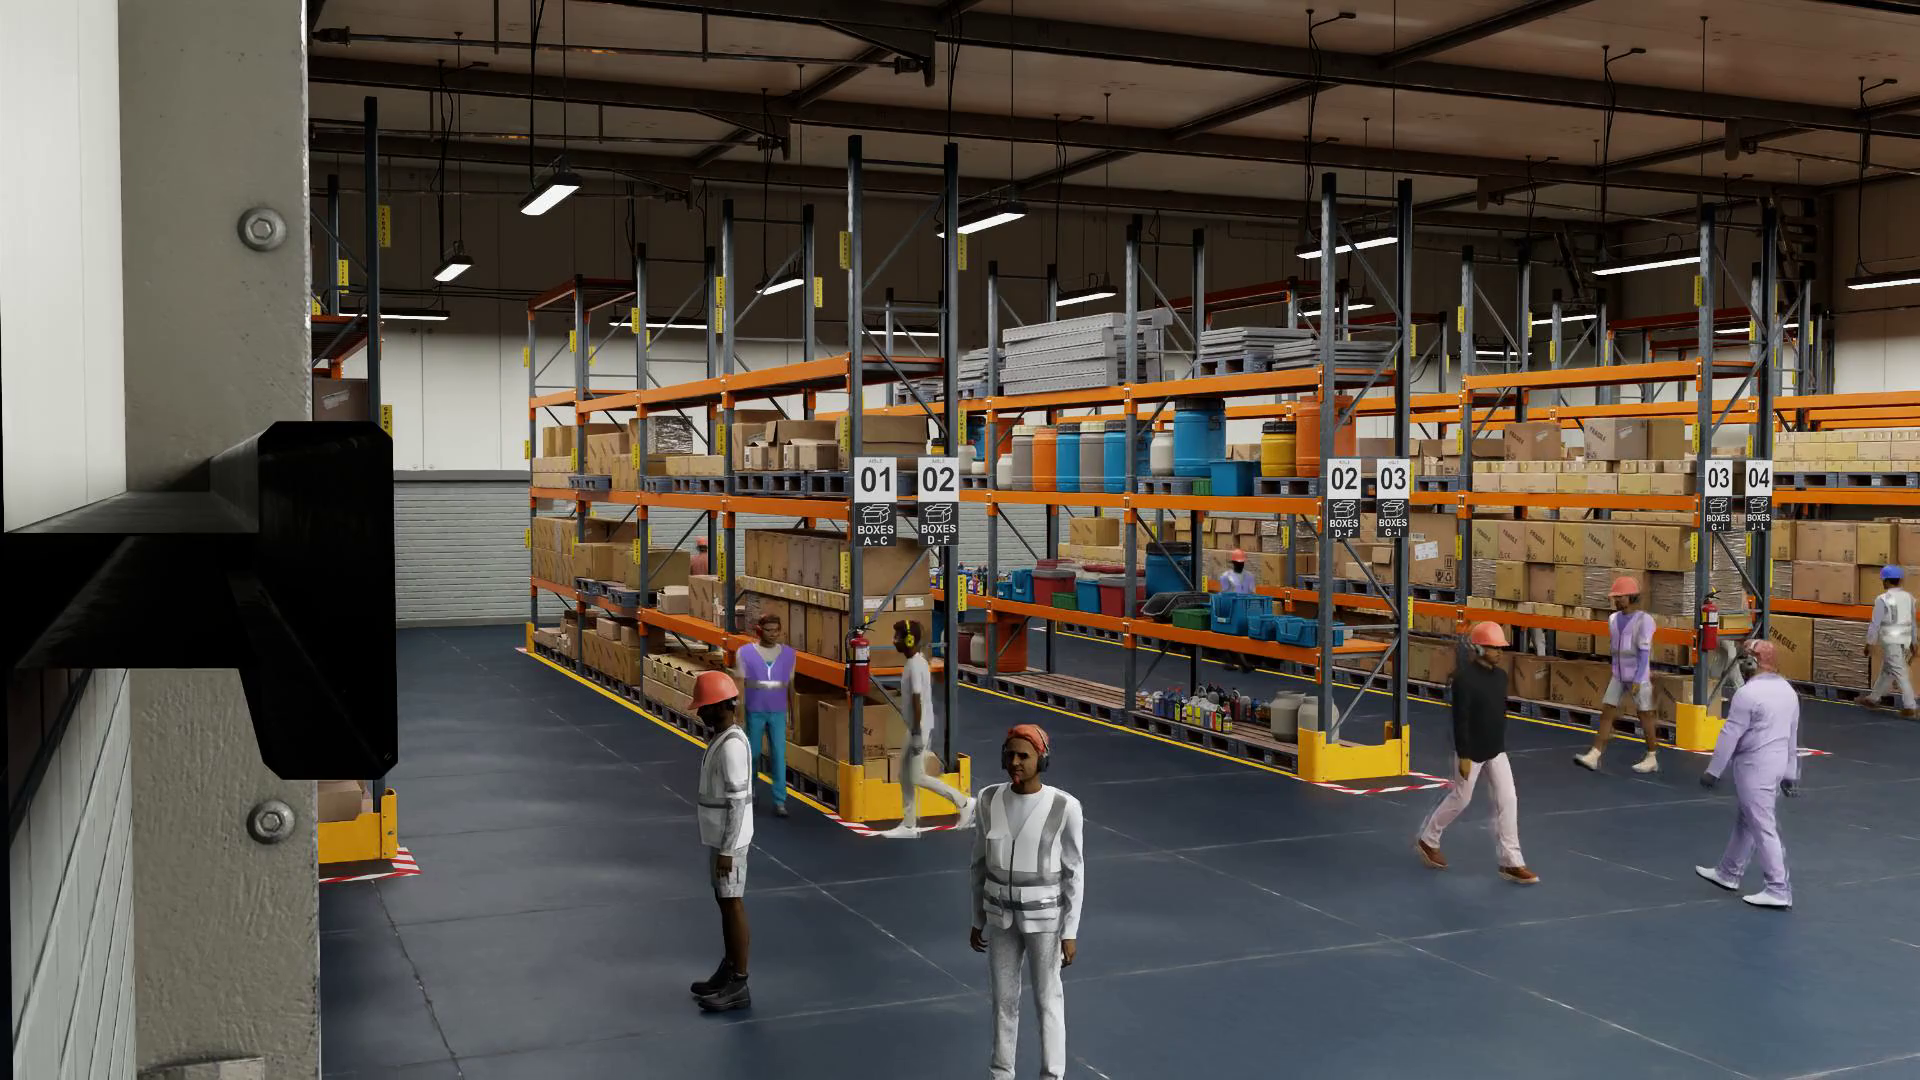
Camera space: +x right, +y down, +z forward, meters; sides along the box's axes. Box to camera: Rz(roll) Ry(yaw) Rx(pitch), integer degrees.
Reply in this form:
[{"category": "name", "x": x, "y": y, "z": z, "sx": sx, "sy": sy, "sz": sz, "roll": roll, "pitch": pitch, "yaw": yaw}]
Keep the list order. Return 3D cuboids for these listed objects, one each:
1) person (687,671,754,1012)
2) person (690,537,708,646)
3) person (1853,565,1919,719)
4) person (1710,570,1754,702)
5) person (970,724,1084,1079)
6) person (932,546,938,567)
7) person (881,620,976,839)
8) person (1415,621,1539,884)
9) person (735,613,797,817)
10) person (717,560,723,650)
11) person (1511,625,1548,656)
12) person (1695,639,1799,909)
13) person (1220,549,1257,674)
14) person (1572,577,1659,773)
[{"category": "person", "x": -1.380, "y": 1.713, "z": 10.323, "sx": 0.371, "sy": 1.928, "sz": 0.543, "roll": -1, "pitch": 2, "yaw": -14}, {"category": "person", "x": -4.459, "y": 0.915, "z": 31.001, "sx": 0.608, "sy": 1.946, "sz": 1.030, "roll": 0, "pitch": 2, "yaw": -12}, {"category": "person", "x": 11.627, "y": 1.264, "z": 22.443, "sx": 0.636, "sy": 1.891, "sz": 0.986, "roll": -1, "pitch": 2, "yaw": -25}, {"category": "person", "x": 10.226, "y": 1.226, "z": 23.589, "sx": 0.616, "sy": 1.876, "sz": 0.945, "roll": -1, "pitch": 3, "yaw": -33}, {"category": "person", "x": 0.301, "y": 1.806, "z": 8.450, "sx": 0.575, "sy": 1.884, "sz": 0.355, "roll": 1, "pitch": 2, "yaw": 27}, {"category": "person", "x": -0.377, "y": 0.758, "z": 34.501, "sx": 0.406, "sy": 1.987, "sz": 0.615, "roll": 1, "pitch": 2, "yaw": 24}, {"category": "person", "x": -0.263, "y": 1.580, "z": 14.953, "sx": 0.712, "sy": 1.840, "sz": 0.535, "roll": 0, "pitch": 2, "yaw": -6}, {"category": "person", "x": 3.911, "y": 1.578, "z": 13.653, "sx": 0.639, "sy": 1.956, "sz": 1.002, "roll": -2, "pitch": 3, "yaw": -35}, {"category": "person", "x": -1.774, "y": 1.546, "z": 16.207, "sx": 0.584, "sy": 1.809, "sz": 0.870, "roll": -1, "pitch": 2, "yaw": -18}, {"category": "person", "x": -3.462, "y": 1.160, "z": 26.282, "sx": 0.599, "sy": 1.811, "sz": 0.746, "roll": -1, "pitch": 2, "yaw": -24}, {"category": "person", "x": 8.243, "y": 1.159, "z": 25.881, "sx": 0.429, "sy": 1.844, "sz": 0.627, "roll": -2, "pitch": 3, "yaw": -44}, {"category": "person", "x": 5.581, "y": 1.646, "z": 12.827, "sx": 0.651, "sy": 1.873, "sz": 0.839, "roll": -2, "pitch": 3, "yaw": -39}, {"category": "person", "x": 4.269, "y": 1.084, "z": 27.337, "sx": 0.549, "sy": 1.883, "sz": 0.976, "roll": -1, "pitch": 2, "yaw": -27}, {"category": "person", "x": 6.699, "y": 1.381, "z": 18.158, "sx": 1.017, "sy": 1.995, "sz": 0.614, "roll": -1, "pitch": 2, "yaw": -27}]
